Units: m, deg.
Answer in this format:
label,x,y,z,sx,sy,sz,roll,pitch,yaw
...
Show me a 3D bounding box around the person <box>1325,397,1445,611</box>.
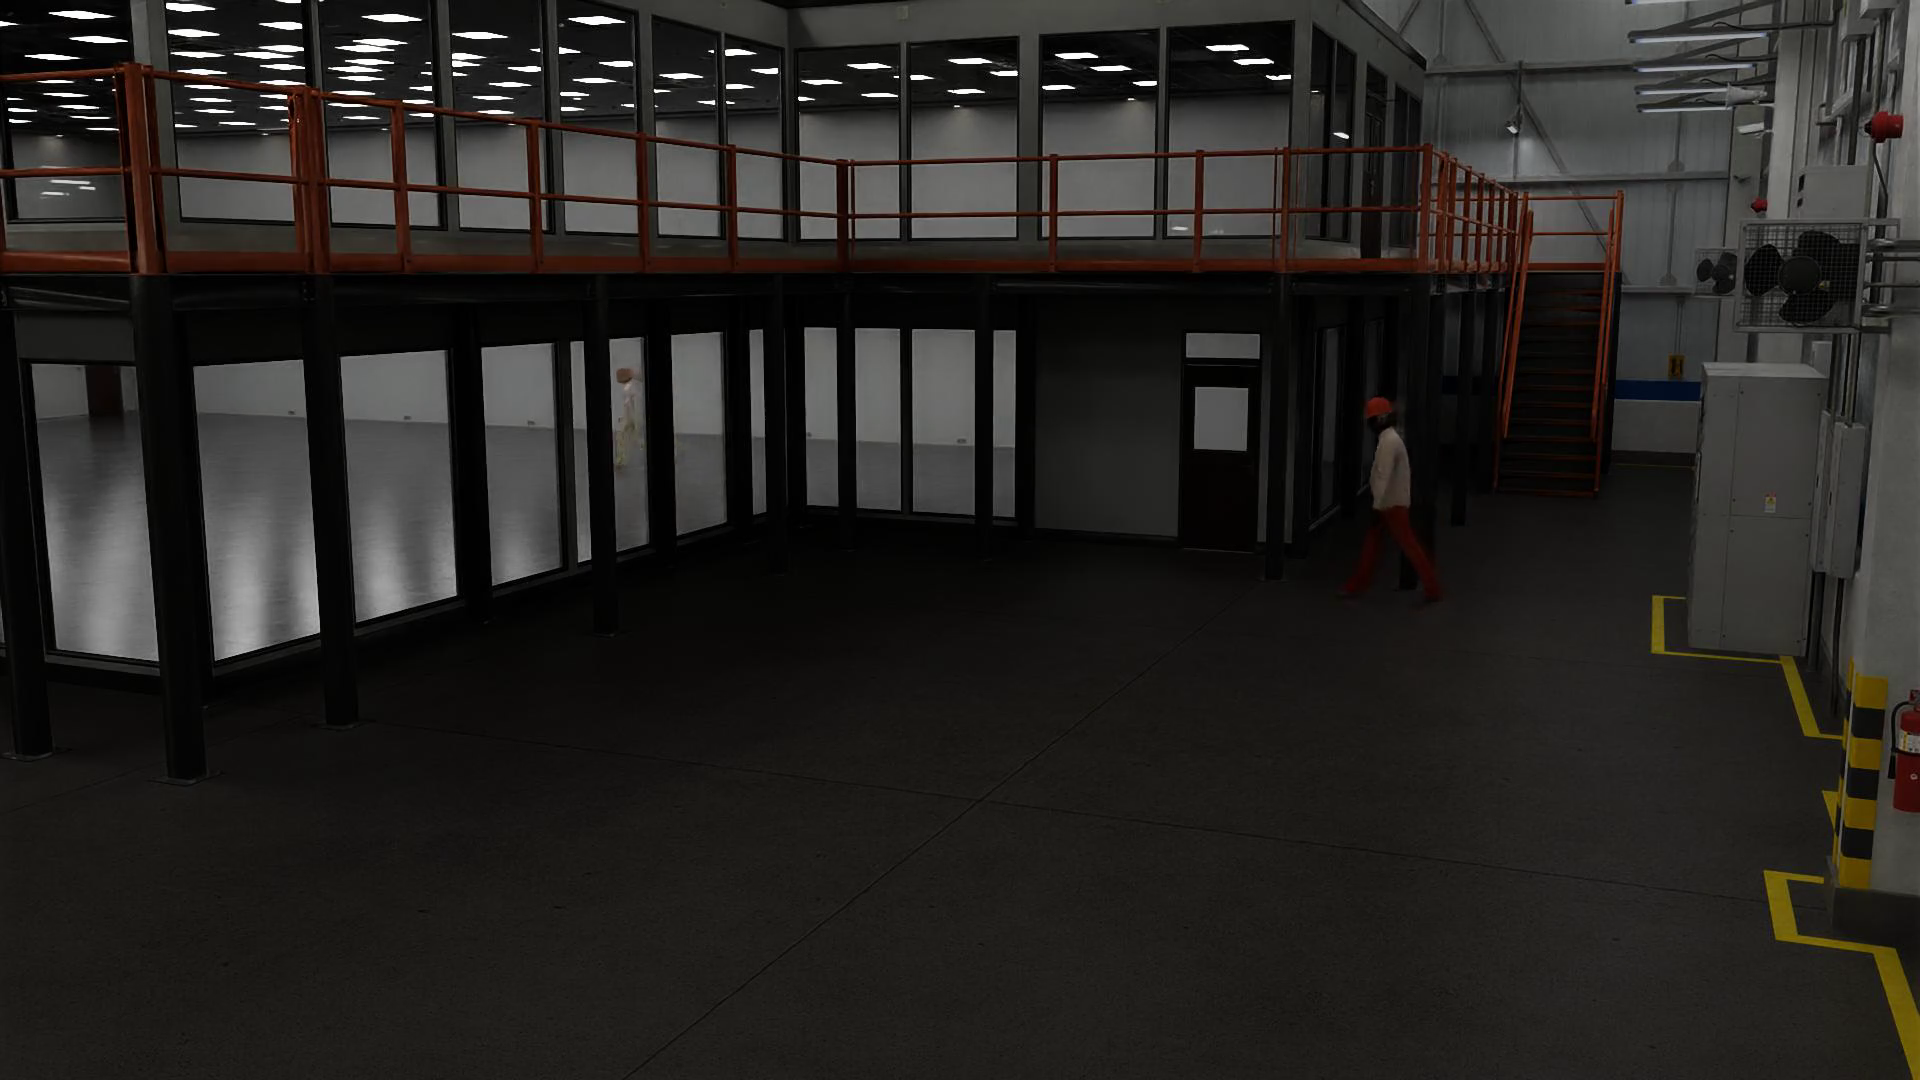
label,x,y,z,sx,sy,sz,roll,pitch,yaw
person,3.909,-0.324,15.049,1.066,1.929,0.656,2,9,13
